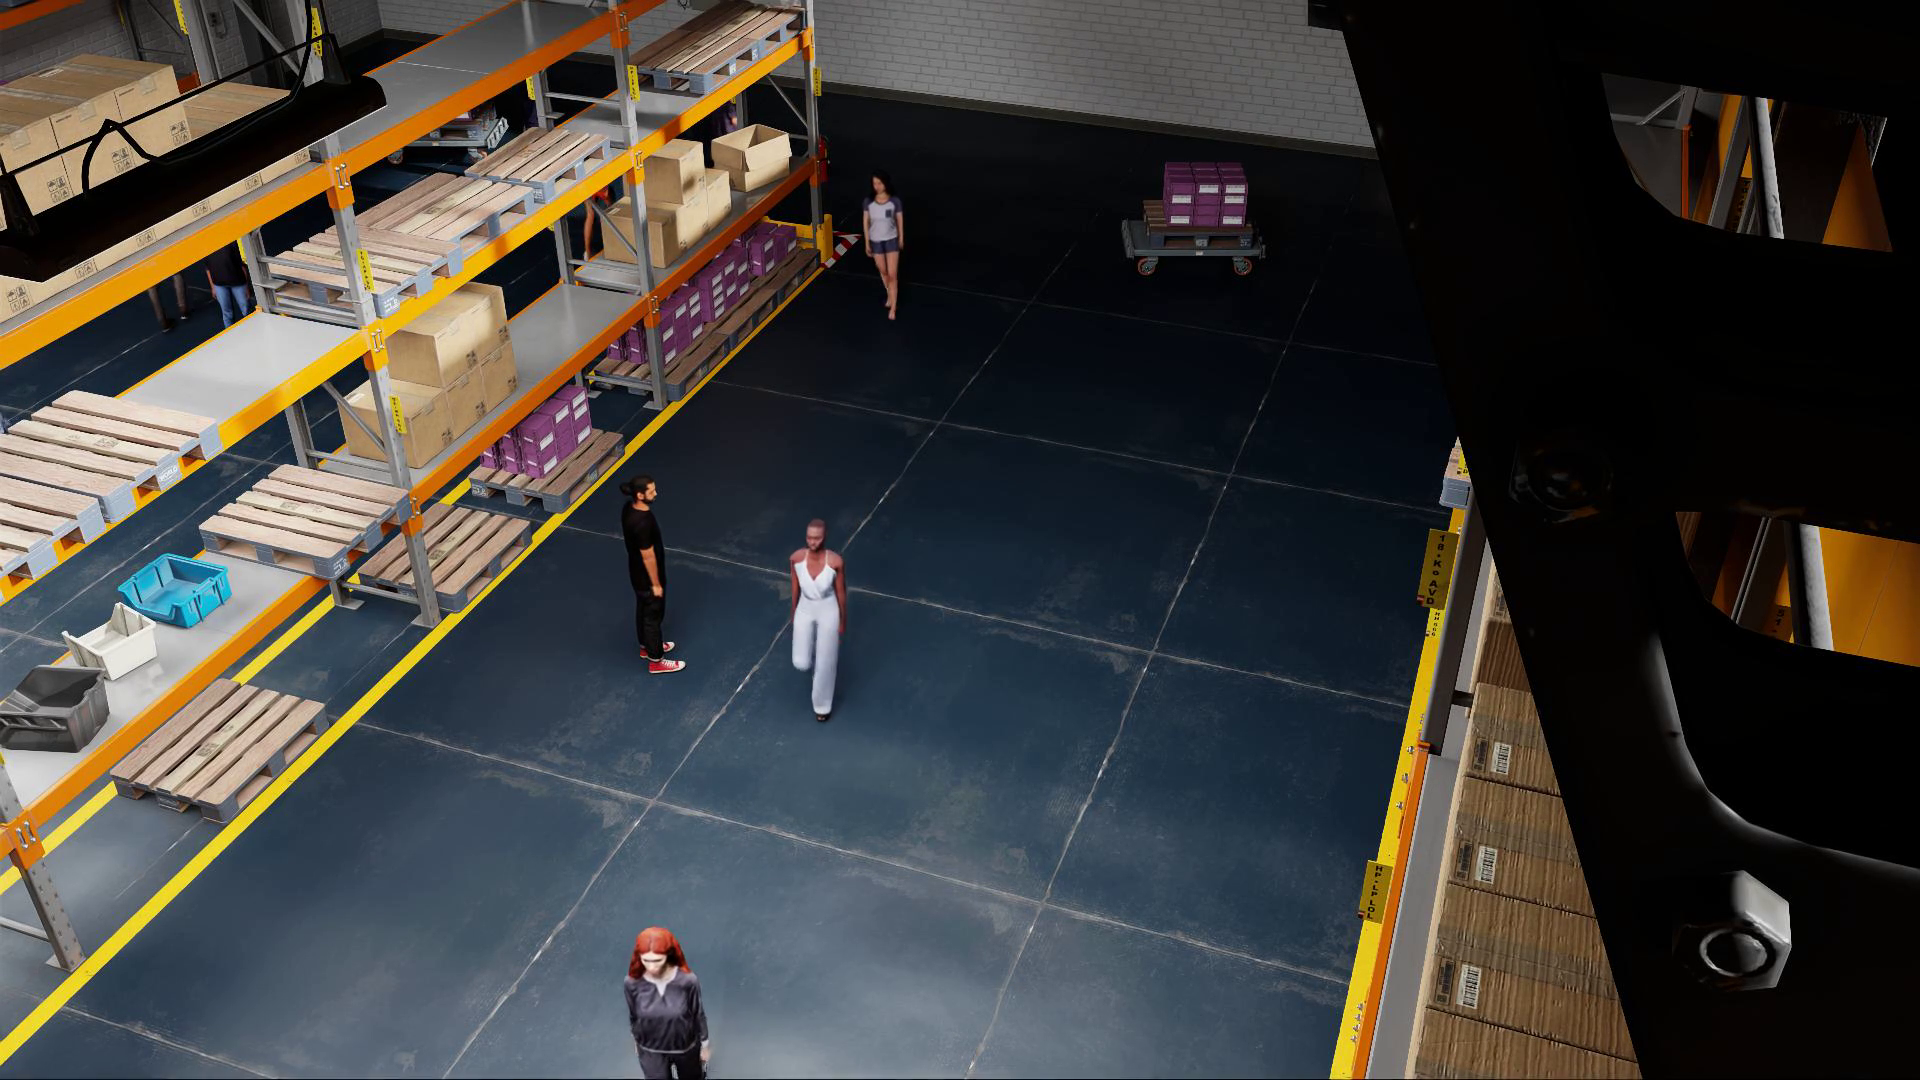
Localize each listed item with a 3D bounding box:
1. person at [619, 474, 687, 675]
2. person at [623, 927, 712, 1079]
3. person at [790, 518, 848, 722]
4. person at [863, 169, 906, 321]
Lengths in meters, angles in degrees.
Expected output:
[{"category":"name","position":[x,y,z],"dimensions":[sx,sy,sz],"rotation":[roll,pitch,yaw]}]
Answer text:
[{"category":"person","position":[-2.481,0.258,13.149],"dimensions":[0.768,1.755,0.700],"rotation":[-13,36,-19]},{"category":"person","position":[-1.616,2.786,9.347],"dimensions":[0.848,1.752,1.136],"rotation":[-1,34,-1]},{"category":"person","position":[-1.059,0.558,12.681],"dimensions":[0.669,1.774,0.771],"rotation":[5,34,7]},{"category":"person","position":[-0.831,-3.394,18.712],"dimensions":[0.677,1.678,0.909],"rotation":[5,34,7]}]
